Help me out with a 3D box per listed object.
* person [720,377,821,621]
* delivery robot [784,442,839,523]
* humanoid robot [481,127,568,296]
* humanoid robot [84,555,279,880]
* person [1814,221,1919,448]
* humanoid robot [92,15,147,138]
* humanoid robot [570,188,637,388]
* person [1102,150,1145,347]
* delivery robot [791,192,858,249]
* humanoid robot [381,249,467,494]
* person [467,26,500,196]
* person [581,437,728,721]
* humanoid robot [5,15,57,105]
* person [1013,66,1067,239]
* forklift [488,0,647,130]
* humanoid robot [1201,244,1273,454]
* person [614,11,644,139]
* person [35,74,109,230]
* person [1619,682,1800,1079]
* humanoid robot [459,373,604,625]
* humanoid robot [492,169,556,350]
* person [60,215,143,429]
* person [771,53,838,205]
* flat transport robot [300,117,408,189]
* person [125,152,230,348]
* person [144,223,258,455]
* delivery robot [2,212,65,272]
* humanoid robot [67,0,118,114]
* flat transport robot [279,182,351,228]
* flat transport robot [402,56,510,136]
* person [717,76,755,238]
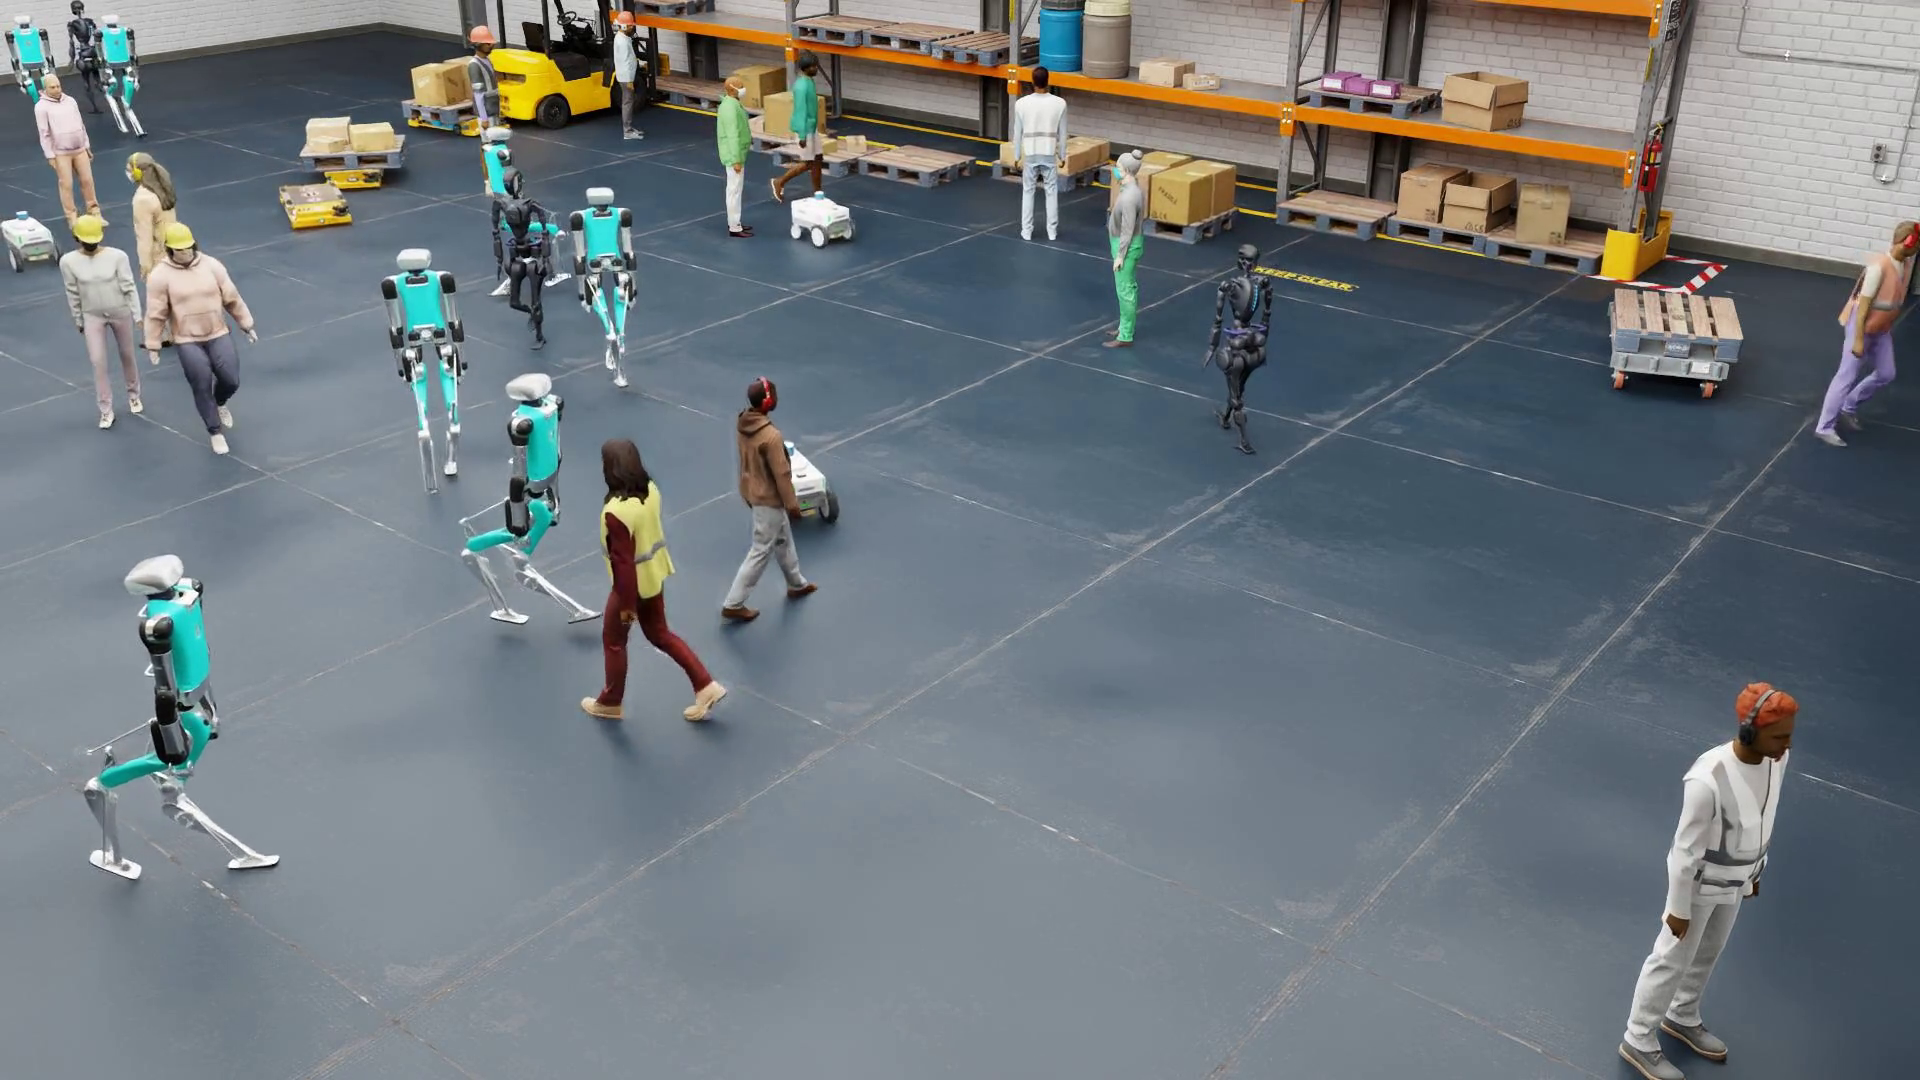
[{"bbox_3d":[-1.239,-0.257,10.568,0.790,1.629,0.467,-15,29,-28],"label":"person"},{"bbox_3d":[-1.236,-0.401,12.093,0.499,0.613,0.811,-12,28,-24],"label":"delivery robot"},{"bbox_3d":[-4.338,-3.301,16.773,1.040,1.772,0.547,-18,31,-32],"label":"humanoid robot"},{"bbox_3d":[-3.972,0.918,8.034,1.022,1.779,0.539,-2,26,-4],"label":"humanoid robot"},{"bbox_3d":[7.221,-1.649,13.223,0.603,1.810,0.441,-16,30,-29],"label":"person"},{"bbox_3d":[-11.778,-6.470,23.262,0.547,1.733,0.977,-20,32,-35],"label":"humanoid robot"},{"bbox_3d":[-2.970,-2.100,14.226,0.555,1.723,1.023,-11,28,-21],"label":"humanoid robot"},{"bbox_3d":[1.519,-2.694,15.346,0.340,1.839,0.509,5,26,10],"label":"person"},{"bbox_3d":[-1.552,-3.603,18.724,0.499,0.613,0.802,-23,34,-39],"label":"delivery robot"},{"bbox_3d":[-3.955,-1.177,12.453,0.543,1.895,0.764,-6,27,-13],"label":"humanoid robot"},{"bbox_3d":[-5.775,-5.264,20.437,0.376,2.040,0.613,-1,26,-2],"label":"person"},{"bbox_3d":[-1.775,0.247,9.374,0.828,1.747,0.486,7,27,14],"label":"person"},{"bbox_3d":[-12.979,-6.497,23.369,0.531,1.773,0.985,-13,29,-26],"label":"humanoid robot"},{"bbox_3d":[0.891,-4.311,18.617,0.591,1.911,0.388,0,26,1],"label":"person"},{"bbox_3d":[-5.874,-7.334,24.552,1.214,2.155,2.313,19,32,34],"label":"forklift"},{"bbox_3d":[2.188,-1.554,13.215,0.593,1.627,0.755,-14,29,-26],"label":"humanoid robot"},{"bbox_3d":[-4.671,-6.543,23.430,0.352,1.740,0.571,-6,26,-12],"label":"person"},{"bbox_3d":[-10.217,-4.428,19.016,0.413,1.773,0.537,16,30,30],"label":"person"},{"bbox_3d":[3.090,1.402,6.825,0.571,1.876,0.350,-17,30,-30],"label":"person"},{"bbox_3d":[-2.752,-0.195,10.279,0.936,1.754,0.539,6,26,13],"label":"humanoid robot"},{"bbox_3d":[-3.984,-2.623,15.385,0.587,1.648,0.500,4,26,9],"label":"humanoid robot"},{"bbox_3d":[-6.969,-1.792,13.604,0.522,1.728,0.747,-12,28,-23],"label":"person"},{"bbox_3d":[-1.886,-4.913,19.953,0.711,1.825,0.504,3,26,7],"label":"person"},{"bbox_3d":[-7.777,-4.784,21.479,0.659,0.231,1.431,-5,26,-11],"label":"flat transport robot"},{"bbox_3d":[-7.239,-2.607,15.166,0.856,1.847,0.562,-1,26,-3],"label":"person"},{"bbox_3d":[-5.979,-1.608,13.079,0.829,1.844,0.502,-18,31,-33],"label":"person"},{"bbox_3d":[-10.041,-3.234,17.936,0.499,0.592,0.774,-21,33,-36],"label":"delivery robot"},{"bbox_3d":[-13.047,-7.223,24.920,0.477,1.646,0.600,8,27,16],"label":"humanoid robot"},{"bbox_3d":[-7.721,-4.011,19.877,0.659,0.231,1.431,-12,28,-23],"label":"flat transport robot"},{"bbox_3d":[-7.290,-6.096,24.195,1.431,0.231,0.659,16,30,30],"label":"flat transport robot"},{"bbox_3d":[-2.535,-4.331,18.799,0.384,1.781,0.550,-4,26,-7],"label":"person"}]
